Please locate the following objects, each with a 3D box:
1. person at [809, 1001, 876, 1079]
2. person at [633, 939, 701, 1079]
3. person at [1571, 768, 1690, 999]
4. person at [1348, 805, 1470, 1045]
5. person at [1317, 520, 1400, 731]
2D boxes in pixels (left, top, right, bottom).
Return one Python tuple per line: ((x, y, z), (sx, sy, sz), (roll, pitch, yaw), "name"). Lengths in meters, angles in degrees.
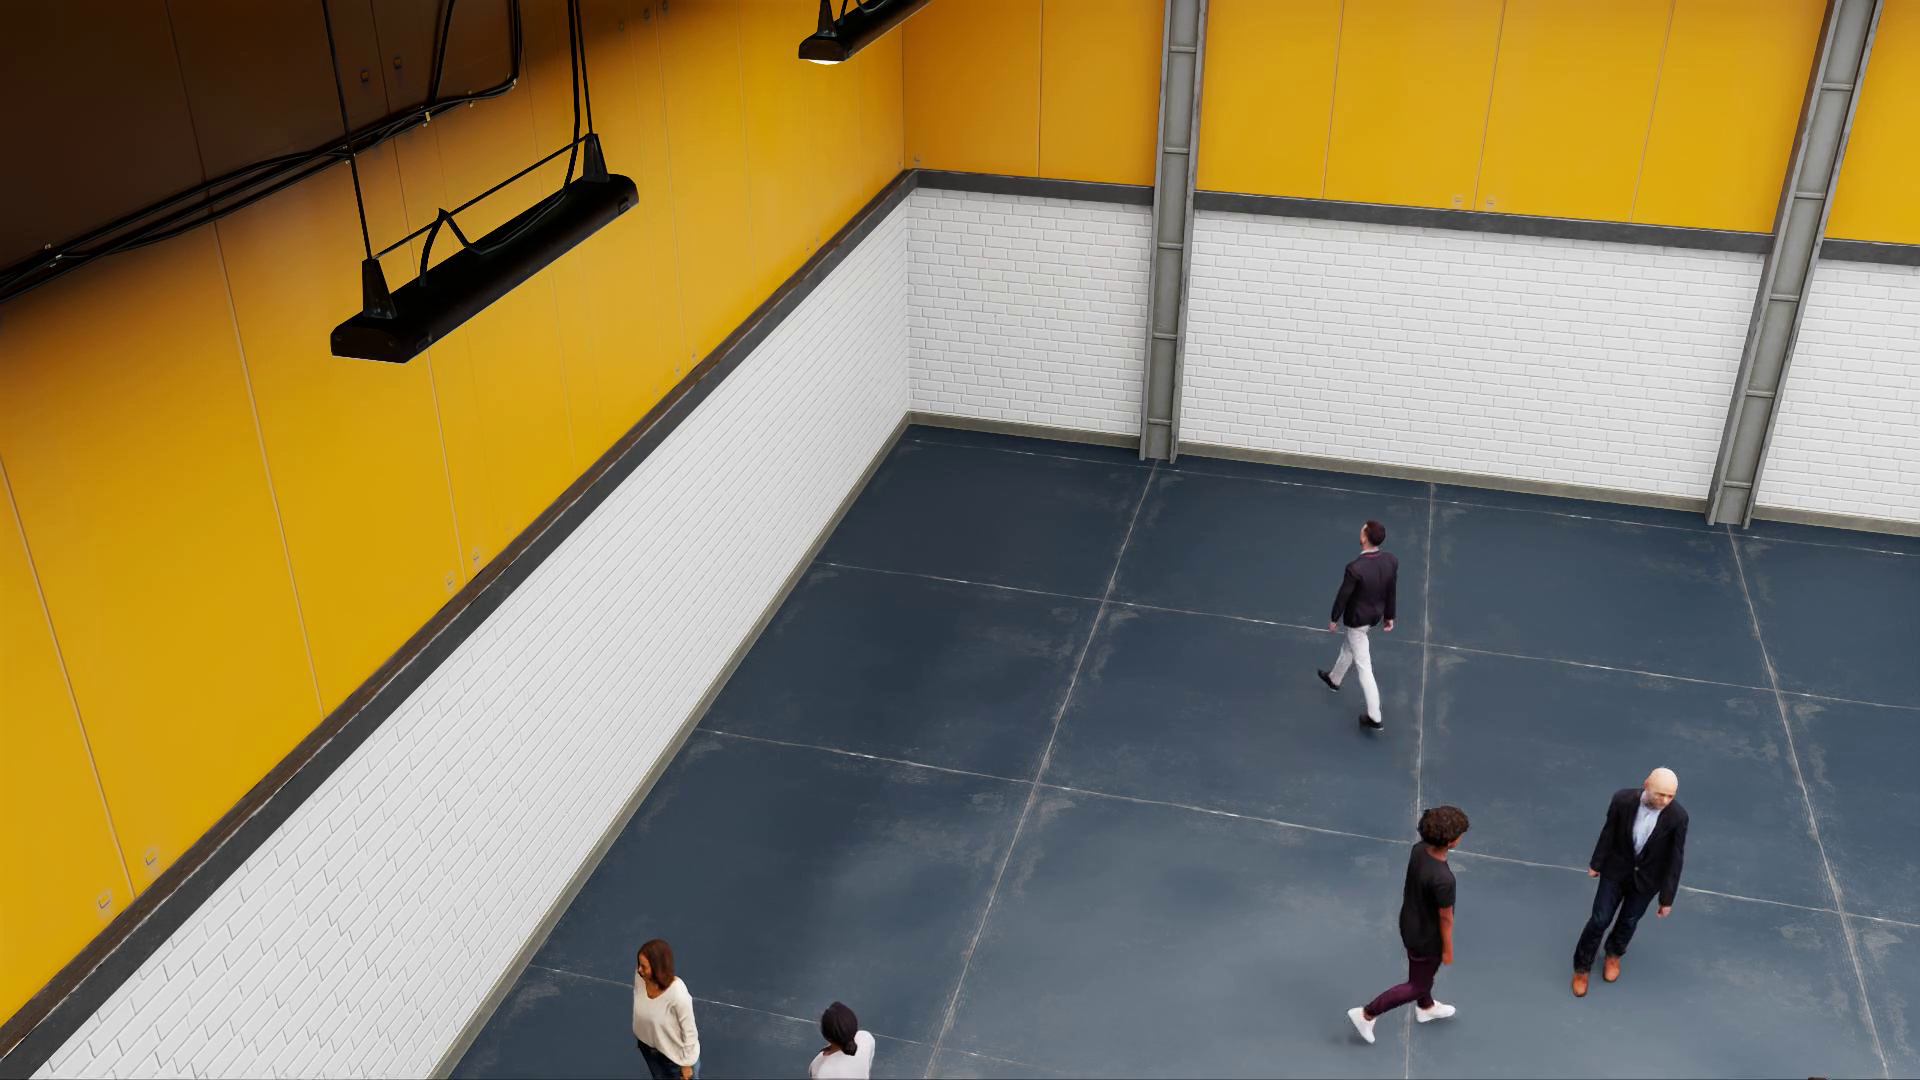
((-0.646, 3.255, 9.286), (0.682, 1.735, 0.703), (21, 35, 33), "person")
((-1.711, 2.993, 9.822), (0.615, 1.680, 0.755), (20, 35, 33), "person")
((4.532, 2.210, 11.159), (0.818, 1.776, 0.870), (15, 32, 25), "person")
((2.935, 2.487, 10.668), (1.125, 1.760, 0.875), (-2, 29, -4), "person")
((3.394, 0.737, 13.842), (1.236, 1.792, 1.231), (-12, 31, -20), "person")
